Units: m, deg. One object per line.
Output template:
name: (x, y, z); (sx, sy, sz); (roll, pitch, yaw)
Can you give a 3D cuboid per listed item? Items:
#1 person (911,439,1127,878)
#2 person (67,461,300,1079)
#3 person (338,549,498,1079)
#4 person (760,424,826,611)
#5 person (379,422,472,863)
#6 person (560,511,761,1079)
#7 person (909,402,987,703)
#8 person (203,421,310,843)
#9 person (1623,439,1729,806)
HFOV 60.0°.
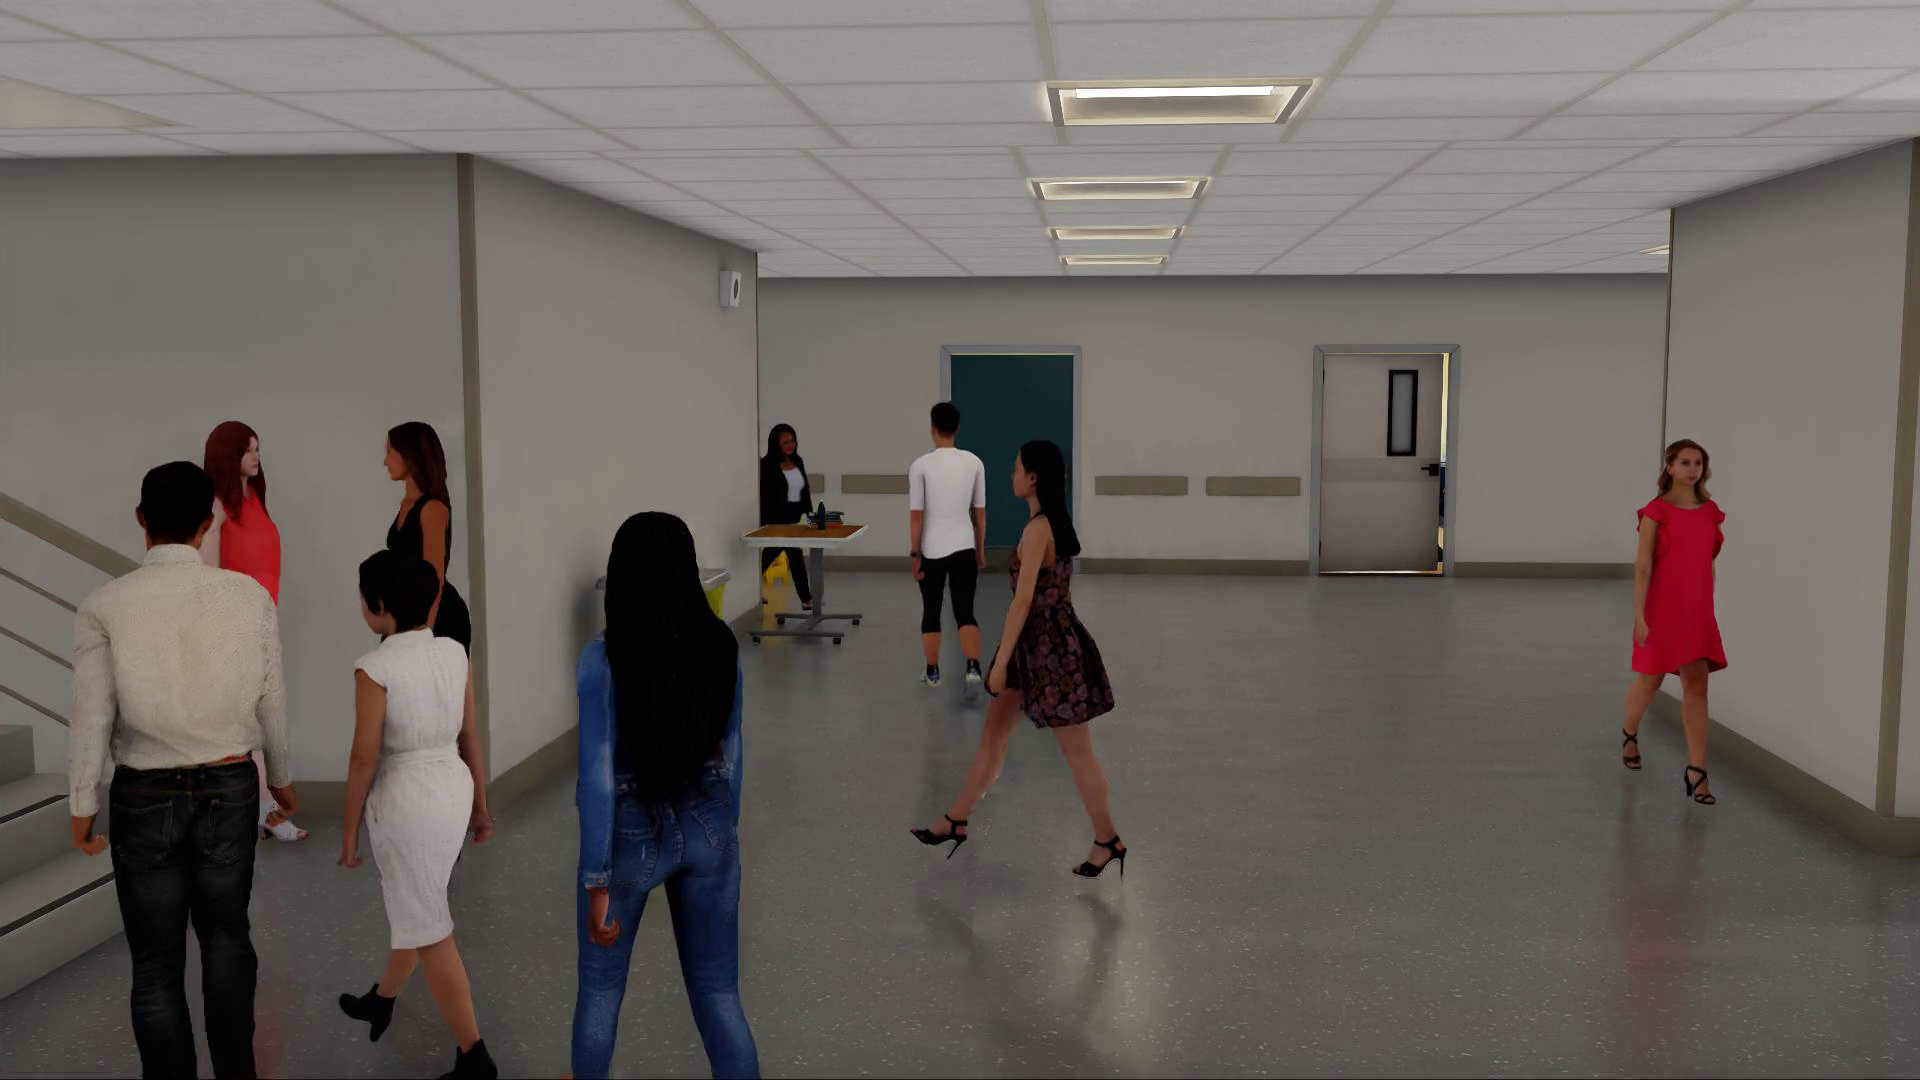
person: (0.423, 0.513, 6.520); (1.143, 1.730, 0.733); (1, 6, 13)
person: (-1.974, 0.704, 4.309); (0.903, 1.791, 0.966); (-4, 7, -36)
person: (-1.445, 0.812, 4.625); (1.050, 1.513, 0.829); (3, 7, 31)
person: (-1.583, -0.165, 14.077); (1.236, 1.566, 0.944); (3, 6, 27)
person: (-2.096, 0.438, 6.793); (0.683, 1.823, 0.748); (5, 8, 43)
person: (-0.643, 0.811, 3.880); (1.183, 1.664, 1.178); (-4, 7, -34)
person: (-0.041, 0.083, 10.277); (1.209, 1.833, 0.989); (-1, 6, -12)
person: (-3.161, 0.410, 7.150); (0.990, 1.809, 0.593); (0, 6, 5)
person: (3.417, 0.380, 8.066); (0.999, 1.685, 0.744); (0, 6, -2)
